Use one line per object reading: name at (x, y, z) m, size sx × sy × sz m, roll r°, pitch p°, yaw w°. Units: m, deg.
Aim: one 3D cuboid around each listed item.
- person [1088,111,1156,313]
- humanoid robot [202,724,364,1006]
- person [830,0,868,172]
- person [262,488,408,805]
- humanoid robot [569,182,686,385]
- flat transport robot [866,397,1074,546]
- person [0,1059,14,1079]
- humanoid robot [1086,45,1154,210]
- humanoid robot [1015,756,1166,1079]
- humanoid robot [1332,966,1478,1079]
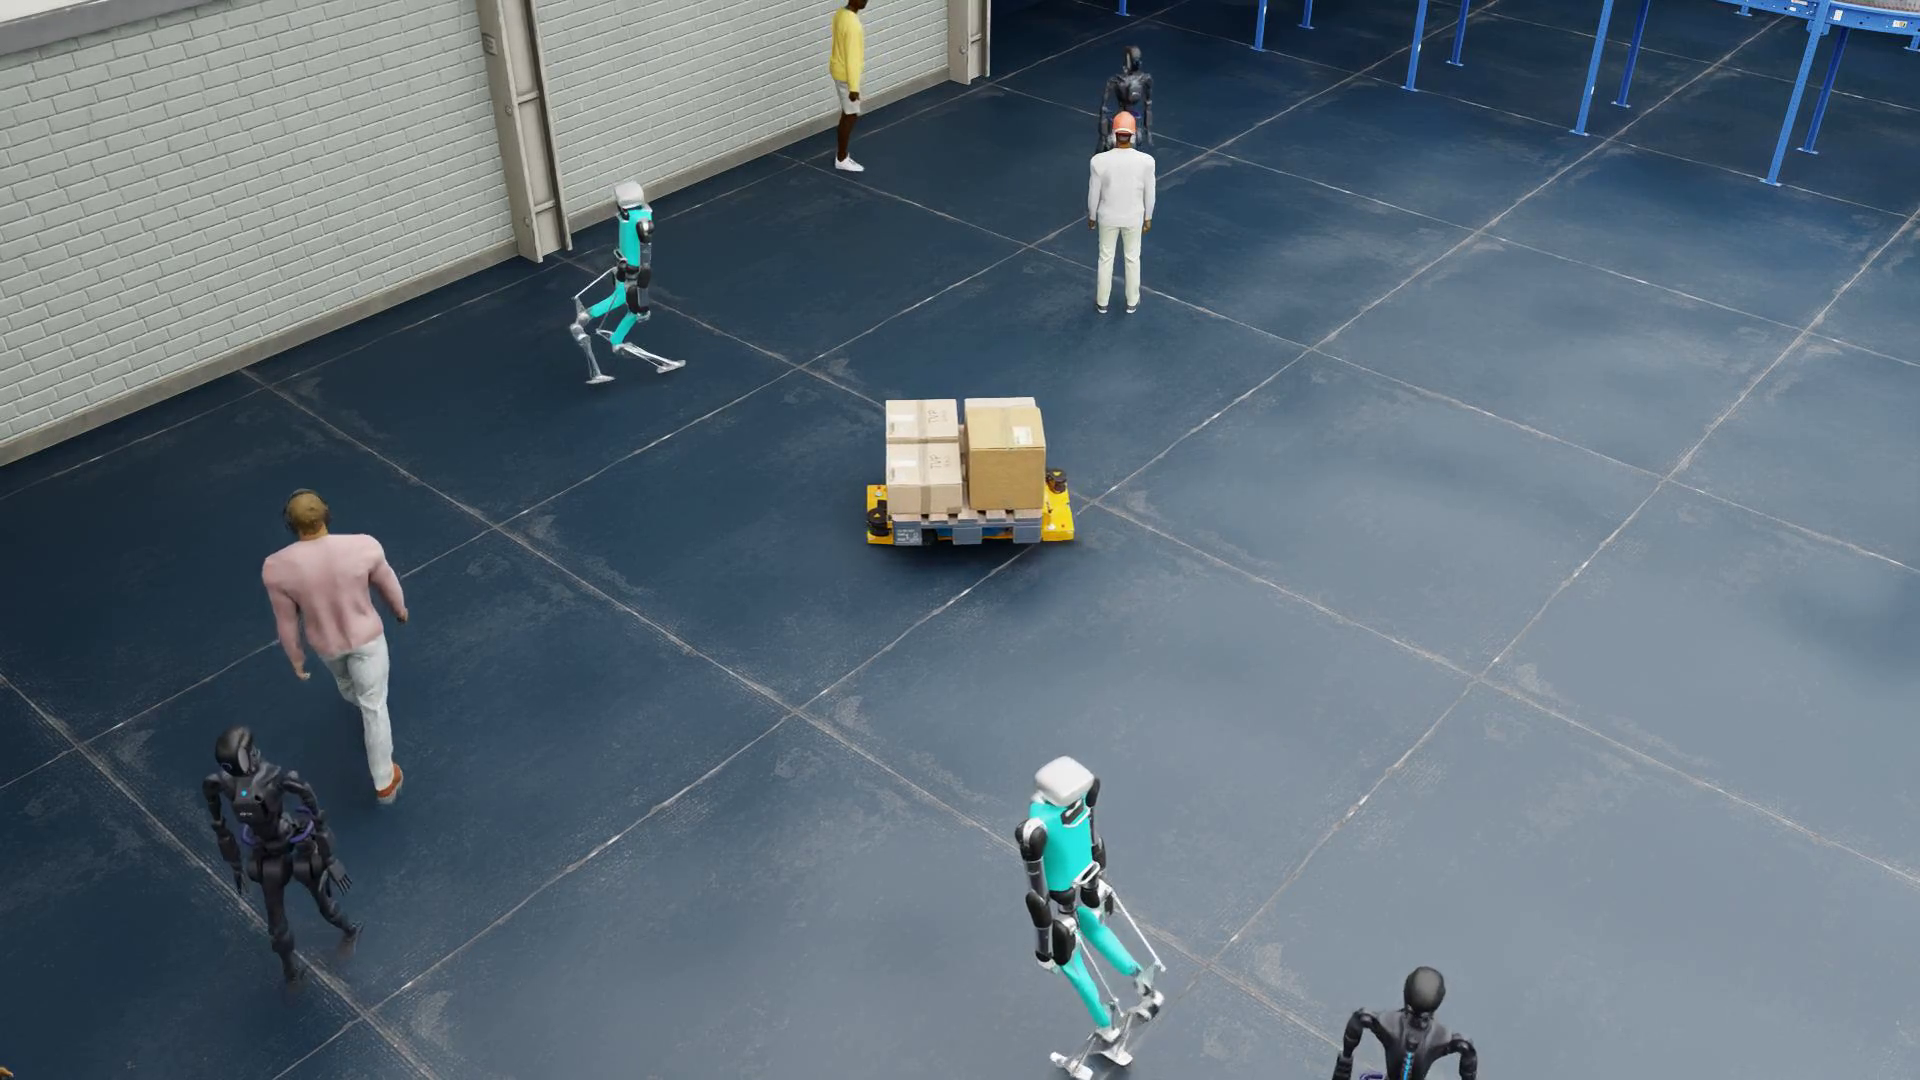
person at (1.347, -2.737, 13.957) m, size 0.562 × 1.742 × 0.335 m, roll 2°, pitch 36°, yaw 3°
humanoid robot at (-3.259, 1.528, 8.055) m, size 0.593 × 1.647 × 0.548 m, roll 0°, pitch 35°, yaw 0°
person at (-1.096, -4.584, 16.437) m, size 0.385 × 1.878 × 0.640 m, roll -8°, pitch 36°, yaw -11°
person at (-3.430, 0.499, 9.300) m, size 0.657 × 1.873 × 1.078 m, roll -8°, pitch 36°, yaw -11°
humanoid robot at (-2.662, -1.877, 12.776) m, size 1.044 × 1.735 × 0.585 m, roll -18°, pitch 39°, yaw -23°
flat transport robot at (0.061, -0.237, 11.720) m, size 1.431 × 0.231 × 0.659 m, roll -1°, pitch 35°, yaw -2°
person at (-4.082, 2.309, 6.789) m, size 0.408 × 1.850 × 0.544 m, roll -4°, pitch 36°, yaw -6°
humanoid robot at (1.510, -3.816, 15.537) m, size 0.598 × 1.650 × 0.540 m, roll -16°, pitch 38°, yaw -21°
humanoid robot at (0.657, 1.817, 7.571) m, size 0.826 × 1.760 × 0.539 m, roll 24°, pitch 42°, yaw 30°
humanoid robot at (1.804, 2.377, 6.884) m, size 0.589 × 1.650 × 0.689 m, roll 11°, pitch 37°, yaw 15°
